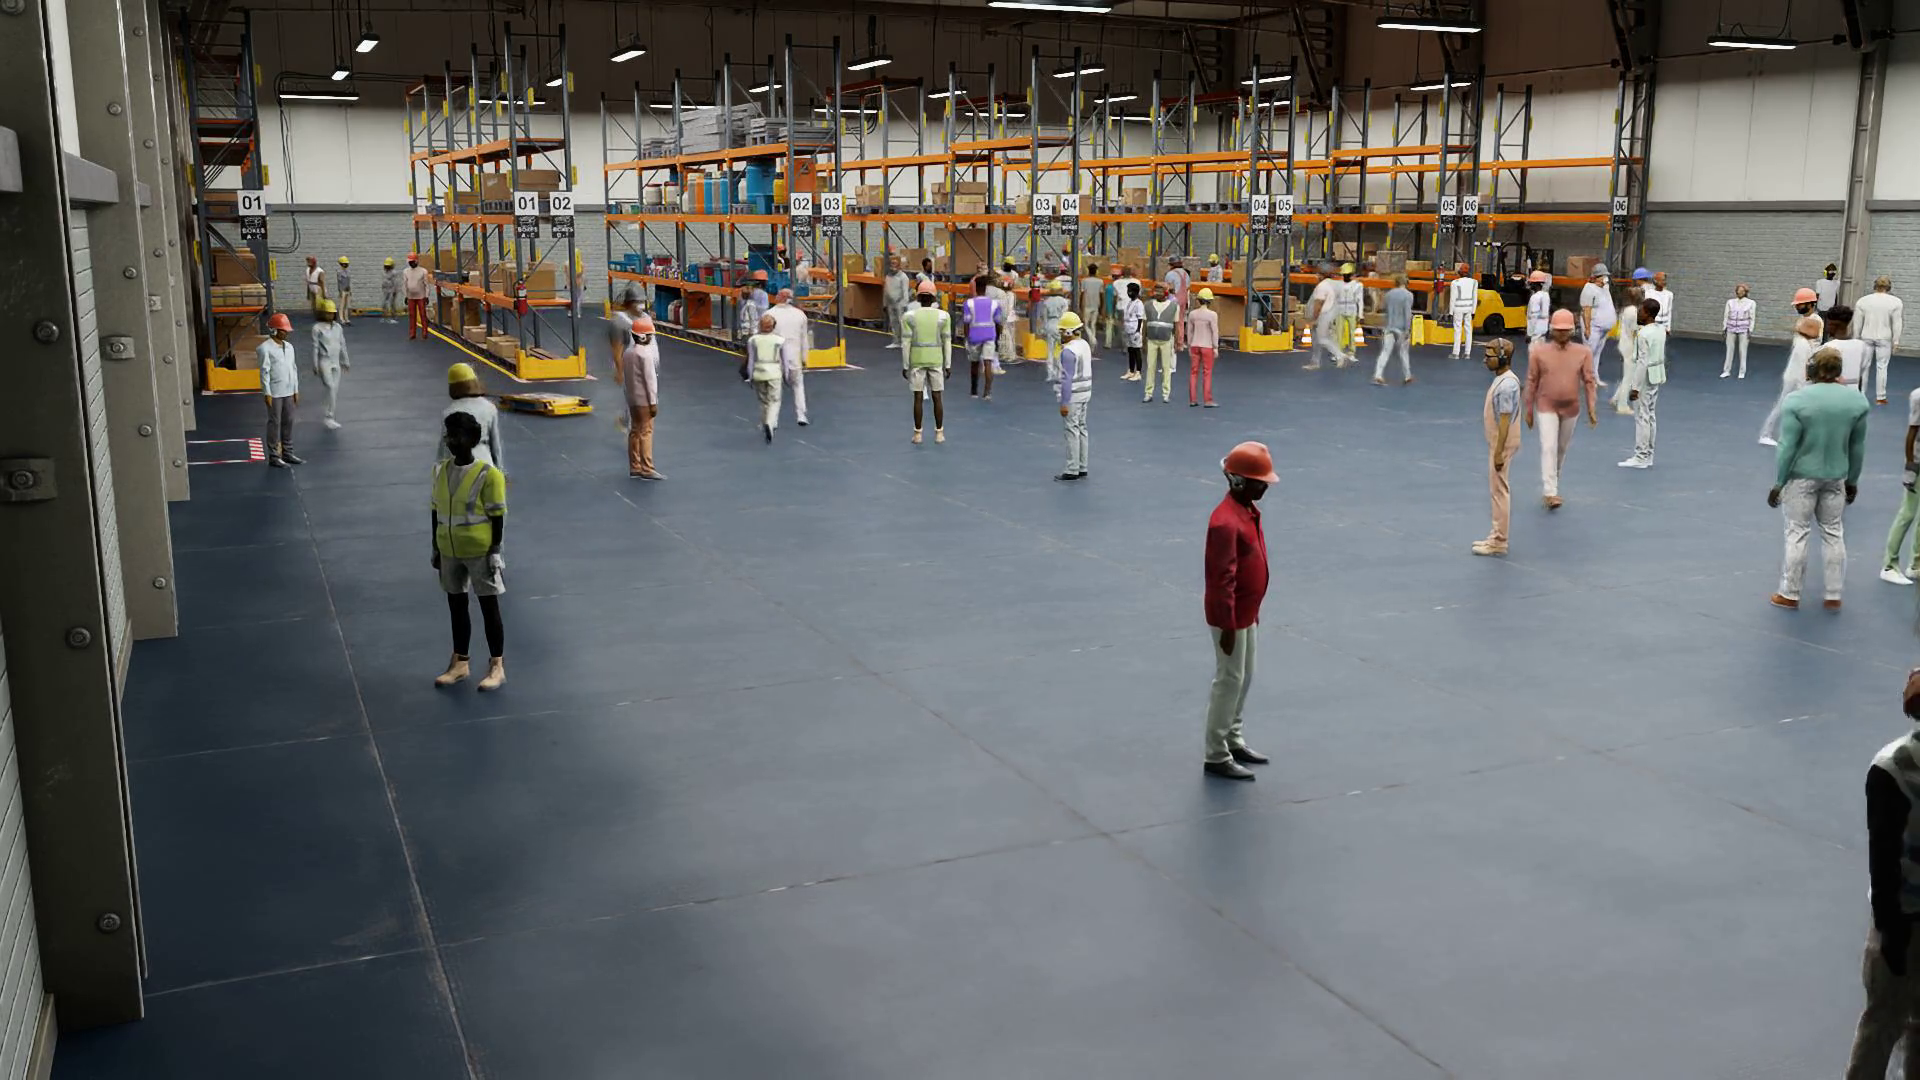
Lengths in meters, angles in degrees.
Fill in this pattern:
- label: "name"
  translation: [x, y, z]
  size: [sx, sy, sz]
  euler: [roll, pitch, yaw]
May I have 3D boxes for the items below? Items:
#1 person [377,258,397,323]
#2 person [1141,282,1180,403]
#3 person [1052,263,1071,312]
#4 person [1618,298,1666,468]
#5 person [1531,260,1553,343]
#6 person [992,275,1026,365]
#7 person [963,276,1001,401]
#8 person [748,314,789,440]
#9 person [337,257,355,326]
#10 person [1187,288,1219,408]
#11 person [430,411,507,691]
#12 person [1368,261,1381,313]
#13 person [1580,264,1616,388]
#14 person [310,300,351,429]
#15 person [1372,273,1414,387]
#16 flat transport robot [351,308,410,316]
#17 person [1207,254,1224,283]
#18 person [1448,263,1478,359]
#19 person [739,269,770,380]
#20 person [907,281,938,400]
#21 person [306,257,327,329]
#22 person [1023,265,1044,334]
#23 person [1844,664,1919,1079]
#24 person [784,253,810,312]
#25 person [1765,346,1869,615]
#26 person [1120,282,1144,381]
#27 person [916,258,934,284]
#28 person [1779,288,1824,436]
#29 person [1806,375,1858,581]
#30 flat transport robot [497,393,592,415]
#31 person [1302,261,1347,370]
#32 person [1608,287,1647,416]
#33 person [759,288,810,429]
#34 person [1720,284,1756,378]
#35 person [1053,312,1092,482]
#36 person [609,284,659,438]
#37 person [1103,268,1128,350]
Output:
- label: "person"
  translation: [-14.943, -6.479, 43.322]
  size: [0.549, 1.692, 0.744]
  euler: [4, 12, 17]
- label: "person"
  translation: [3.048, -3.007, 25.329]
  size: [0.563, 1.837, 0.388]
  euler: [3, 12, 15]
- label: "person"
  translation: [2.345, -5.470, 38.110]
  size: [0.567, 1.735, 0.408]
  euler: [-3, 12, -15]
- label: "person"
  translation: [7.782, -1.778, 18.874]
  size: [0.392, 1.922, 0.592]
  euler: [9, 14, 38]
- label: "person"
  translation: [12.851, -5.264, 36.761]
  size: [0.547, 1.852, 0.428]
  euler: [-2, 11, -12]
- label: "person"
  translation: [0.825, -4.158, 31.526]
  size: [0.857, 1.690, 0.665]
  euler: [4, 12, 19]
- label: "person"
  translation: [0.346, -3.118, 25.720]
  size: [0.619, 1.920, 1.026]
  euler: [-2, 11, -9]
- label: "person"
  translation: [-2.432, -2.037, 20.974]
  size: [0.527, 1.616, 0.663]
  euler: [2, 11, 8]
- label: "person"
  translation: [-15.705, -6.348, 42.491]
  size: [0.327, 1.769, 0.525]
  euler: [2, 11, 9]
- label: "person"
  translation: [3.615, -2.849, 24.707]
  size: [0.523, 1.769, 0.324]
  euler: [10, 15, 43]
- label: "person"
  translation: [-2.980, 0.066, 10.069]
  size: [0.535, 1.700, 0.318]
  euler: [4, 12, 20]
- label: "person"
  translation: [10.891, -6.515, 43.737]
  size: [0.476, 1.640, 0.512]
  euler: [10, 15, 42]
- label: "person"
  translation: [10.548, -3.533, 27.486]
  size: [0.537, 2.000, 0.683]
  euler: [11, 15, 44]
- label: "person"
  translation: [-8.425, -2.350, 22.304]
  size: [0.576, 1.721, 0.489]
  euler: [6, 12, 26]
- label: "person"
  translation: [7.262, -3.496, 27.725]
  size: [0.955, 1.894, 0.636]
  euler: [-9, 14, -38]
- label: "flat transport robot"
  translation: [-16.208, -6.384, 46.489]
  size: [1.431, 0.197, 0.652]
  euler: [2, 11, 11]
- label: "person"
  translation: [6.600, -6.507, 43.163]
  size: [0.403, 1.824, 0.615]
  euler: [-3, 12, -17]
- label: "person"
  translation: [9.941, -4.521, 32.912]
  size: [0.574, 1.882, 0.356]
  euler: [-2, 11, -12]
- label: "person"
  translation: [-3.450, -3.683, 28.567]
  size: [0.758, 1.919, 0.580]
  euler: [-10, 15, -42]
- label: "person"
  translation: [-0.574, -3.128, 25.950]
  size: [0.516, 1.838, 0.758]
  euler: [-3, 12, -14]
- label: "person"
  translation: [-15.804, -6.043, 40.859]
  size: [0.784, 1.808, 0.526]
  euler: [8, 14, 36]
- label: "person"
  translation: [1.759, -5.726, 39.515]
  size: [0.529, 1.694, 0.321]
  euler: [5, 12, 26]
- label: "person"
  translation: [2.959, 1.105, 5.007]
  size: [0.637, 1.611, 0.327]
  euler: [-4, 12, -20]
- label: "person"
  translation: [-3.789, -5.666, 38.546]
  size: [0.630, 1.962, 0.941]
  euler: [-1, 11, -6]
- label: "person"
  translation: [6.177, -0.417, 12.011]
  size: [0.657, 1.942, 0.603]
  euler: [0, 11, -1]
- label: "person"
  translation: [2.977, -3.577, 28.593]
  size: [0.319, 1.694, 0.532]
  euler: [-4, 12, -20]
- label: "person"
  translation: [-0.726, -5.033, 35.420]
  size: [0.391, 1.920, 0.593]
  euler: [6, 13, 27]
- label: "person"
  translation: [10.728, -2.235, 21.187]
  size: [0.393, 1.927, 0.550]
  euler: [1, 11, 4]
- label: "person"
  translation: [6.766, -0.490, 13.044]
  size: [0.522, 1.640, 0.306]
  euler: [7, 13, 31]
- label: "flat transport robot"
  translation: [-6.041, -1.991, 24.158]
  size: [1.431, 0.197, 0.652]
  euler: [10, 15, 40]
- label: "person"
  translation: [6.665, -4.078, 30.256]
  size: [0.751, 2.000, 0.685]
  euler: [5, 12, 23]
- label: "person"
  translation: [9.566, -2.677, 23.650]
  size: [0.398, 1.833, 0.501]
  euler: [1, 11, 8]
- label: "person"
  translation: [-2.337, -2.421, 22.289]
  size: [0.729, 1.882, 0.401]
  euler: [-4, 12, -21]
- label: "person"
  translation: [13.612, -3.645, 29.094]
  size: [0.530, 1.640, 0.312]
  euler: [10, 15, 41]
- label: "person"
  translation: [1.206, -1.534, 17.891]
  size: [0.403, 1.824, 0.598]
  euler: [5, 12, 23]
- label: "person"
  translation: [-4.033, -2.171, 20.563]
  size: [0.693, 2.000, 0.685]
  euler: [7, 13, 33]
- label: "person"
  translation: [3.293, -4.846, 34.964]
  size: [0.565, 1.722, 0.685]
  euler: [-7, 13, -31]
